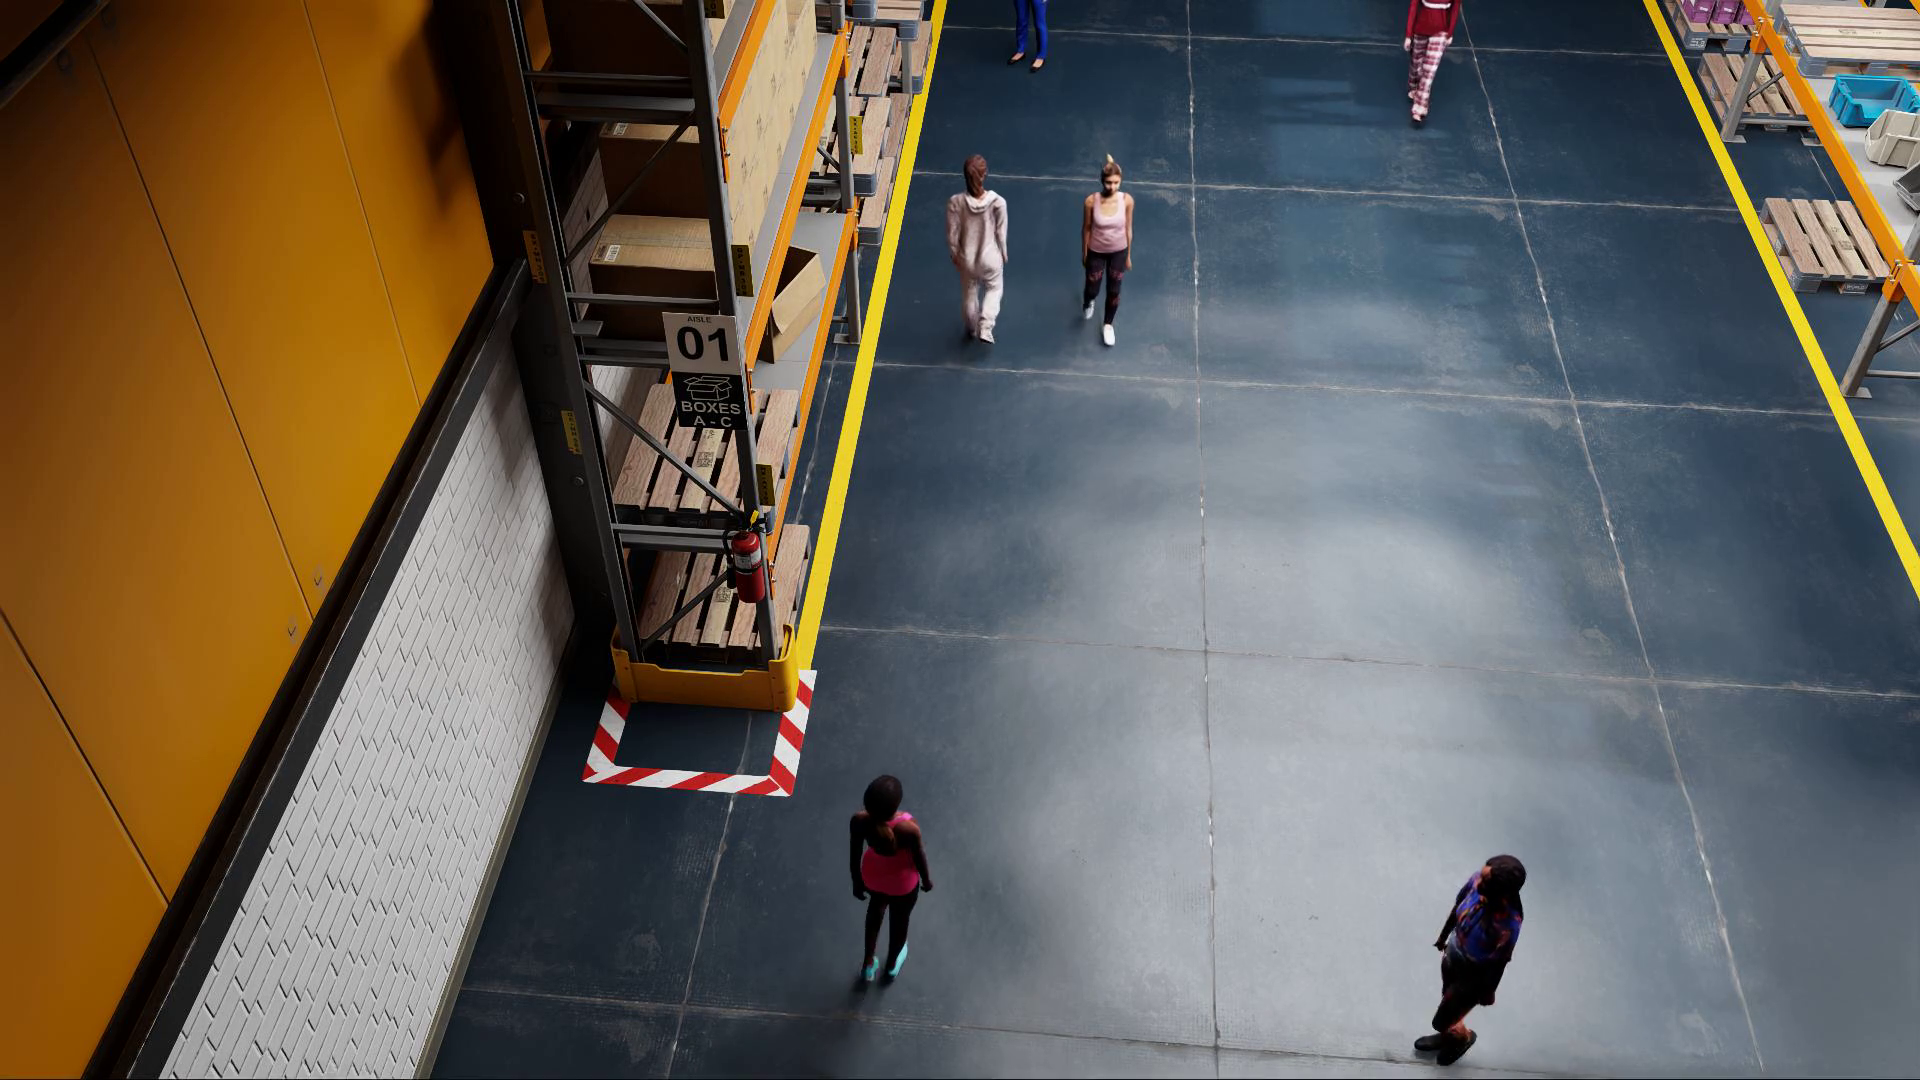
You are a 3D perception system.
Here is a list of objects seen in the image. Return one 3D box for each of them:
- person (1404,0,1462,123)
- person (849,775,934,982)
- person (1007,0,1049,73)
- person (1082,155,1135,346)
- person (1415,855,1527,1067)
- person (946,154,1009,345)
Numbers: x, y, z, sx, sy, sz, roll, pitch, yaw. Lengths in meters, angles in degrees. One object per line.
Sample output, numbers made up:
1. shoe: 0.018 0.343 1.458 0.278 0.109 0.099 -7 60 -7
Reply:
1. person: 4.576 -4.984 16.239 0.772 1.652 1.147 11 45 12
2. person: -0.409 1.906 8.962 0.652 1.713 0.727 14 45 15
3. person: 0.724 -5.614 16.865 0.708 1.700 0.714 26 49 25
4. person: 1.185 -2.387 13.530 0.623 1.628 0.787 -2 44 -2
5. person: 2.736 2.195 8.646 0.736 1.731 0.627 -9 44 -9
6. person: 0.144 -2.257 13.356 0.643 1.679 0.720 4 44 4
